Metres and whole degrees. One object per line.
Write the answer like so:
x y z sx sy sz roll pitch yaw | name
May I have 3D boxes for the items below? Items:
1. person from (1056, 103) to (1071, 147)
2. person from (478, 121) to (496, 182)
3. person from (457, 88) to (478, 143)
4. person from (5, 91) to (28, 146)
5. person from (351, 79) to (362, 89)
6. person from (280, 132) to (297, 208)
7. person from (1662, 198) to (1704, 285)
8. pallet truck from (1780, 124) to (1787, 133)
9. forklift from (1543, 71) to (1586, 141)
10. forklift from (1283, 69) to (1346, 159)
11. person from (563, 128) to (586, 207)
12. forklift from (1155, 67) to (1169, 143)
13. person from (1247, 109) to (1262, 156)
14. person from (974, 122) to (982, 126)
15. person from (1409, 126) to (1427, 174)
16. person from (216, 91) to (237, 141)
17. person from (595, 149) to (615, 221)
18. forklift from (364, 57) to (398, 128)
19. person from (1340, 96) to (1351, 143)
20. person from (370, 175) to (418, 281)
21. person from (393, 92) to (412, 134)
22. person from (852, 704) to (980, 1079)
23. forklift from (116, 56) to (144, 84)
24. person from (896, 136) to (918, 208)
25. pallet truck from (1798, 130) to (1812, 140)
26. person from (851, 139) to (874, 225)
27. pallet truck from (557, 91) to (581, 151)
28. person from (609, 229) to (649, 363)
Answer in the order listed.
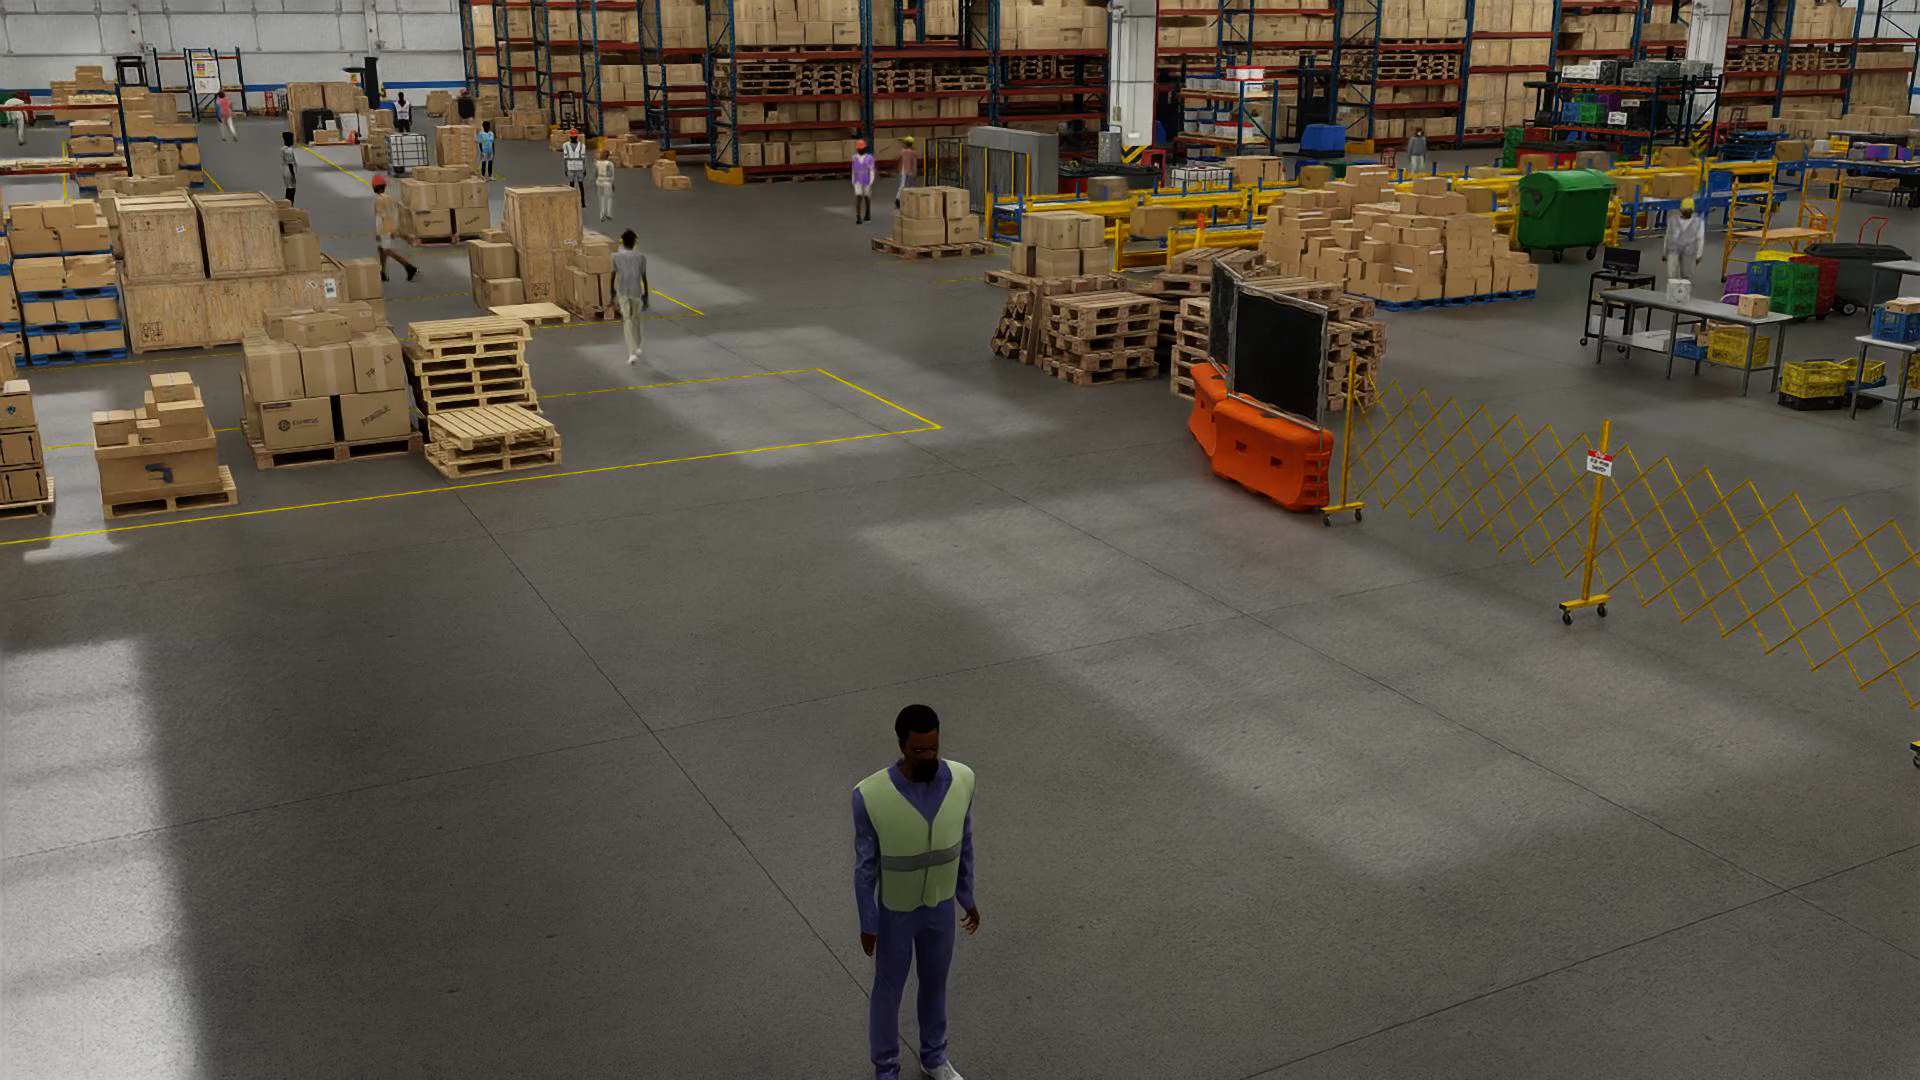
3.525 -14.005 56.473 0.887 1.649 0.546 -10 20 -28 | person
-13.358 -10.975 46.988 0.335 1.686 0.533 14 22 37 | person
-17.782 -15.313 60.101 0.637 1.950 0.838 -13 22 -35 | person
-33.600 -15.033 59.279 0.636 1.903 0.997 -5 18 -14 | person
-25.050 -18.206 69.154 0.549 1.918 0.757 0 18 1 | person
-15.855 -8.669 39.362 0.377 1.956 0.606 -13 22 -34 | person
11.899 -4.742 27.395 0.609 1.785 0.963 8 20 25 | person
25.206 -12.542 52.601 1.601 1.201 0.680 0 18 -2 | pallet truck
18.685 -13.231 52.085 1.873 2.768 1.129 -9 20 -26 | forklift
11.615 -13.871 54.079 1.129 2.768 1.873 -9 20 -27 | forklift
-9.449 -9.135 40.860 0.541 1.930 0.385 -3 18 -9 | person
6.603 -14.495 56.024 1.873 2.768 1.129 -9 20 -26 | forklift
9.538 -13.174 53.984 0.533 1.587 0.860 -6 19 -19 | person
0.566 -11.179 47.732 0.723 1.610 0.543 -9 20 -26 | person
12.600 -10.553 45.772 0.525 1.613 0.366 -3 18 -10 | person
-26.921 -15.532 60.970 0.621 1.819 0.839 -16 24 -41 | person
-8.179 -8.176 38.352 0.550 1.620 0.407 5 19 16 | person
-23.619 -18.028 67.038 1.873 2.768 1.129 -9 20 -26 | forklift
13.920 -15.263 60.262 0.778 1.736 0.531 -12 21 -33 | person
-10.198 -5.560 29.738 0.844 1.919 0.545 0 18 -1 | person
-19.492 -14.694 58.208 0.592 1.912 0.383 -6 19 -19 | person
-0.194 1.609 7.369 0.588 1.920 0.392 -10 20 -28 | person
-33.955 -18.449 68.351 1.129 2.768 1.873 -9 20 -26 | forklift
-1.300 -9.028 40.814 0.531 1.744 0.726 9 20 25 | person
25.526 -11.556 49.408 1.630 1.274 0.653 -9 20 -26 | pallet truck
-2.219 -8.205 38.012 0.536 1.899 0.963 1 18 4 | person
-13.495 -14.412 57.188 0.823 1.965 1.885 -3 18 -9 | pallet truck
-4.604 -3.393 23.133 0.539 1.825 0.972 -4 18 -13 | person
